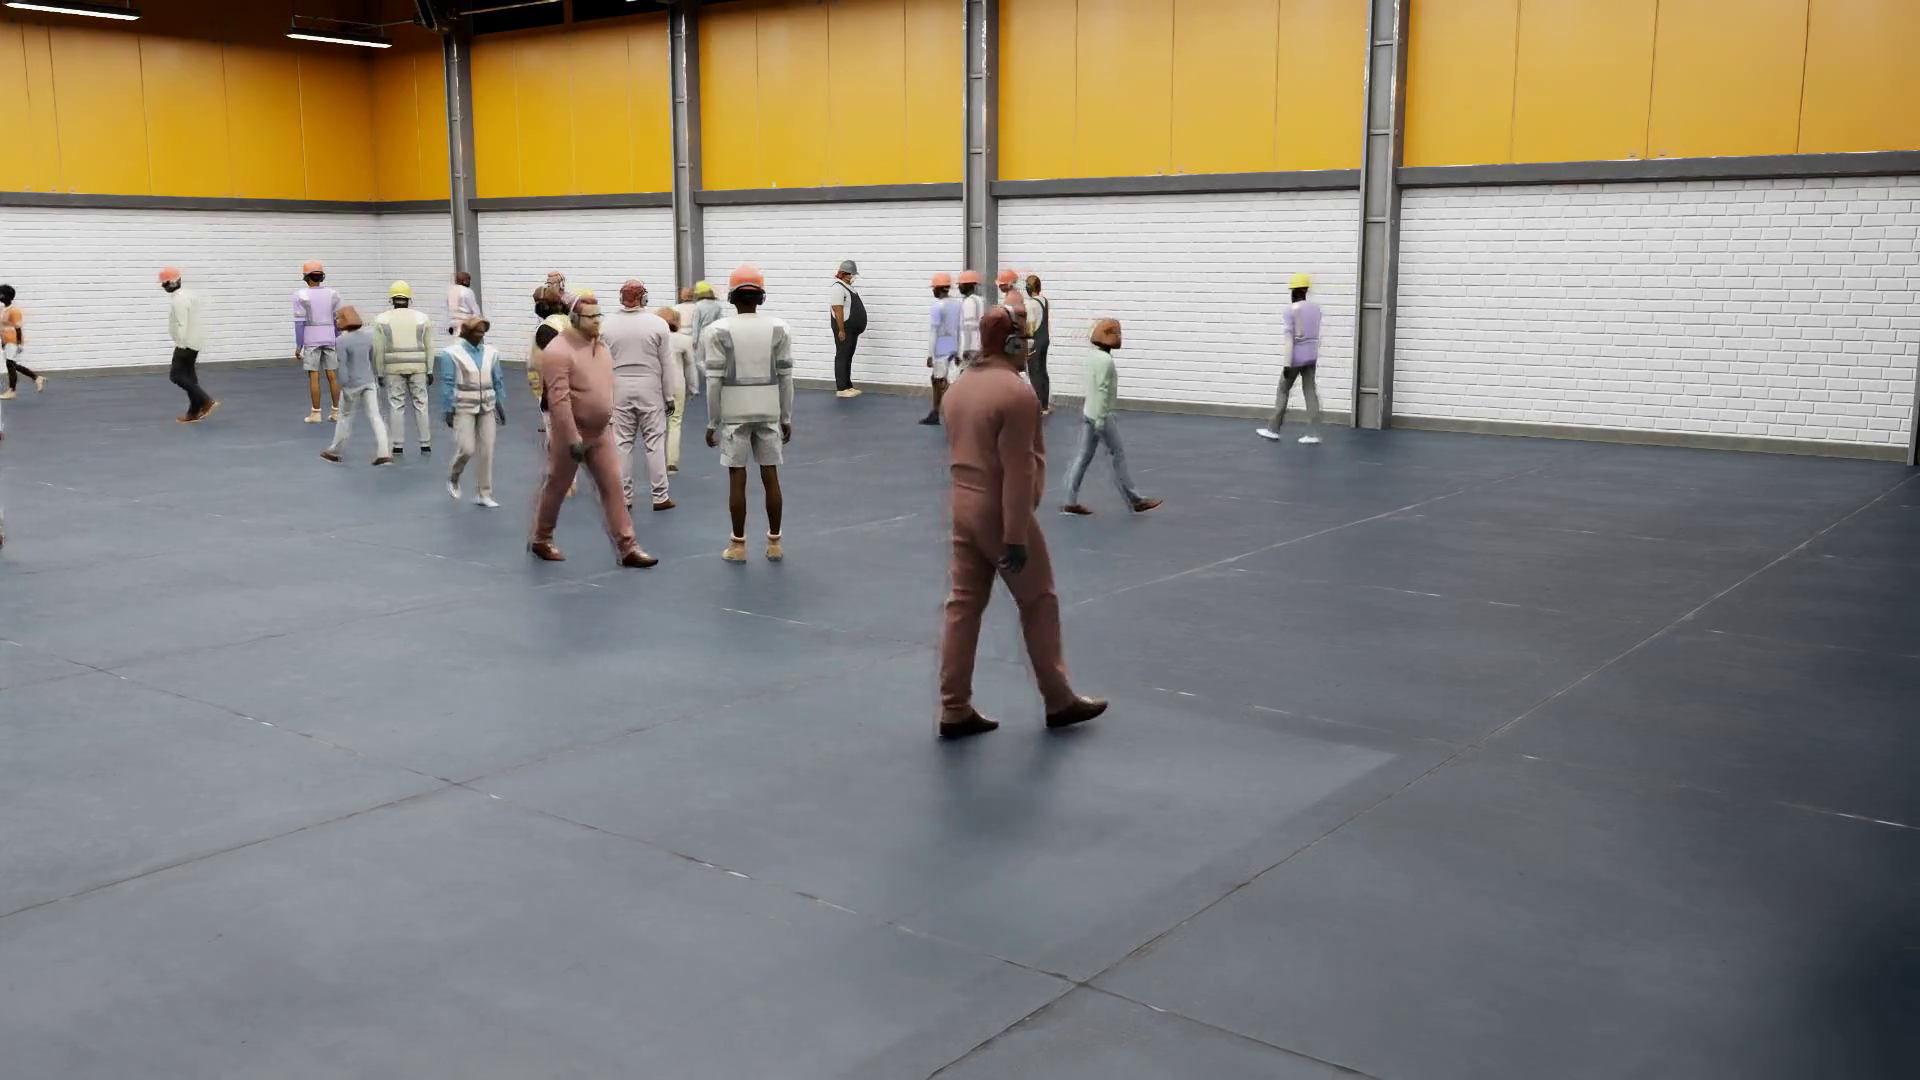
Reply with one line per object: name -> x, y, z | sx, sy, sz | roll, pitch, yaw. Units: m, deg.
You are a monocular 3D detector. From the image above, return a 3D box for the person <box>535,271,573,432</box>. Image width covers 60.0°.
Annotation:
person -> -4.773, -2.227, 19.762 | 0.651, 1.906, 0.409 | 4, 10, 20

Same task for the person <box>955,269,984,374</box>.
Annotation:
person -> 0.205, -2.509, 21.367 | 0.616, 1.919, 0.564 | 2, 10, 11

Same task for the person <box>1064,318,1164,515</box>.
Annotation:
person -> 1.234, -0.980, 13.404 | 0.847, 1.591, 0.520 | -1, 10, -8

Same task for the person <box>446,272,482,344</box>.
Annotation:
person -> -8.389, -3.664, 28.443 | 0.617, 1.793, 0.932 | 8, 13, 40

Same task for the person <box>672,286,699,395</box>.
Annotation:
person -> -4.050, -2.972, 24.898 | 0.525, 1.637, 0.377 | 0, 10, -1

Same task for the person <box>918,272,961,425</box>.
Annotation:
person -> -0.130, -2.329, 20.374 | 0.869, 1.902, 0.545 | 5, 11, 27

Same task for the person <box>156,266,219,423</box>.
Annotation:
person -> -9.657, -2.423, 20.730 | 0.553, 1.966, 0.683 | -3, 10, -15

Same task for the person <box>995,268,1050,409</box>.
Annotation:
person -> 0.734, -2.664, 22.258 | 1.058, 1.928, 0.624 | 5, 11, 25

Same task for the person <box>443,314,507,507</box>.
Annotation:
person -> -4.090, -1.081, 13.919 | 0.527, 1.623, 0.437 | -10, 14, -44

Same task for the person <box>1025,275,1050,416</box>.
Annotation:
person -> 0.972, -2.493, 21.501 | 0.349, 1.842, 0.505 | 6, 11, 31

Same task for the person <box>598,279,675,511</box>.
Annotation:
person -> -2.650, -1.188, 13.707 | 0.636, 1.911, 0.404 | 1, 10, 3

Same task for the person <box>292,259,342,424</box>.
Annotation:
person -> -8.014, -2.466, 20.755 | 0.370, 2.044, 0.608 | 9, 13, 42

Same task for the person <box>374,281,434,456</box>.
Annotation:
person -> -5.821, -1.794, 17.452 | 0.589, 1.833, 0.403 | -4, 11, -23

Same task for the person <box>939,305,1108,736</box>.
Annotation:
person -> 0.266, -0.079, 7.311 | 0.892, 1.874, 0.658 | -6, 12, -32

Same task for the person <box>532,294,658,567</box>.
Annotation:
person -> -2.564, -0.731, 11.242 | 1.032, 1.856, 0.636 | 6, 12, 33

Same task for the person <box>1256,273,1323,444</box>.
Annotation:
person -> 3.735, -2.035, 18.681 | 0.610, 1.889, 0.892 | -6, 12, -33

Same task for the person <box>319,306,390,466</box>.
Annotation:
person -> -6.057, -1.534, 16.642 | 0.843, 1.588, 0.509 | 6, 11, 30

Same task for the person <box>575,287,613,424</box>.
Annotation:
person -> -4.698, -2.274, 20.605 | 0.936, 1.718, 0.526 | 4, 10, 22

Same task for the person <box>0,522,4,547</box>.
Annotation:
person -> -6.987, -0.795, 11.562 | 0.698, 1.868, 0.581 | 9, 13, 42

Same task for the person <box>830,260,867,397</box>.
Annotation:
person -> -1.648, -3.157, 24.781 | 0.536, 2.000, 0.676 | 2, 10, 10

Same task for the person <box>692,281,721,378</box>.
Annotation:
person -> -3.728, -2.960, 24.571 | 0.405, 1.721, 0.527 | 9, 13, 41

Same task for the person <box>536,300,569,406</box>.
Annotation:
person -> -3.715, -1.388, 15.499 | 0.546, 1.684, 0.546 | 0, 10, -1

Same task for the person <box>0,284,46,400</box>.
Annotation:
person -> -13.796, -2.901, 24.322 | 0.640, 1.680, 0.540 | -10, 14, -44

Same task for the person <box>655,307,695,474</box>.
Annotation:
person -> -2.849, -1.468, 16.236 | 0.510, 1.595, 0.762 | -1, 10, -3

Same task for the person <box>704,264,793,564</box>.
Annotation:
person -> -1.447, -0.851, 11.370 | 0.631, 2.041, 0.393 | -4, 11, -22

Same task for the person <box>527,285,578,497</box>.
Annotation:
person -> -3.551, -1.293, 14.519 | 0.429, 1.840, 0.632 | 0, 10, 1
